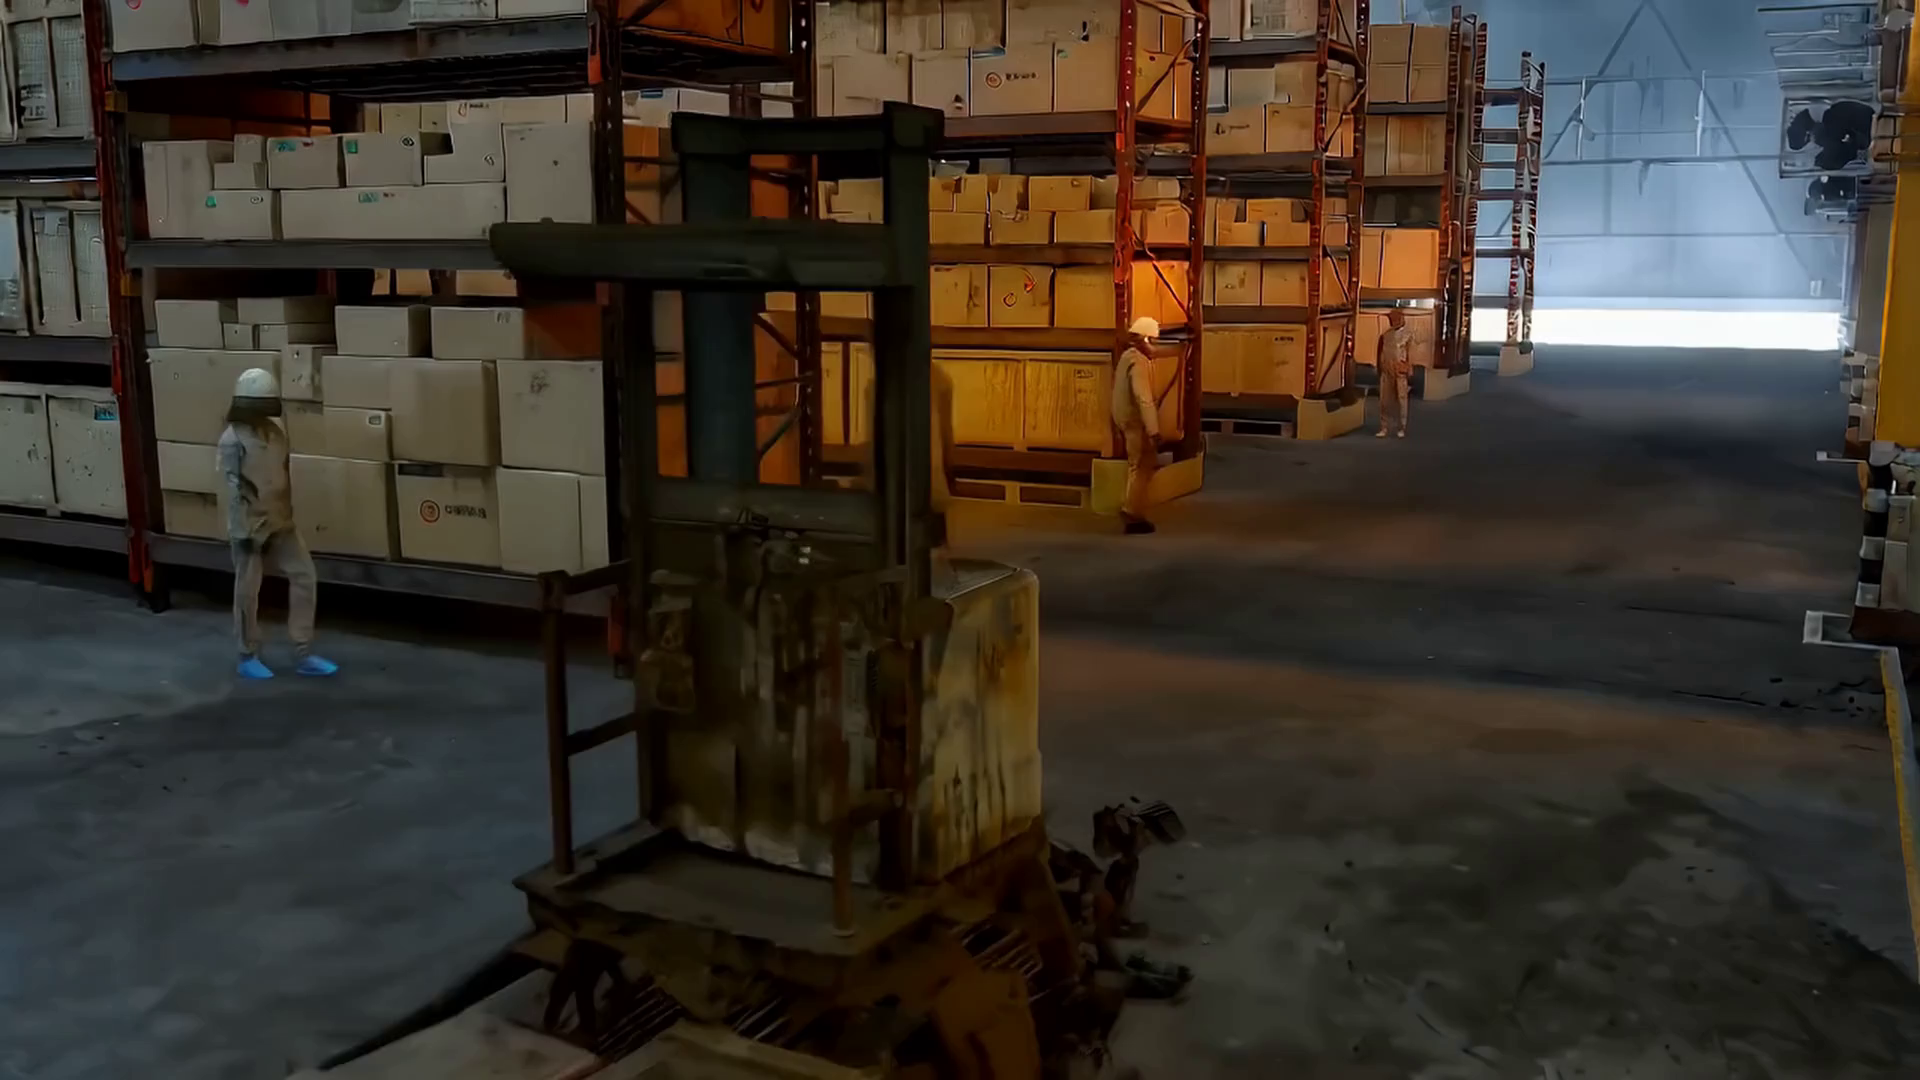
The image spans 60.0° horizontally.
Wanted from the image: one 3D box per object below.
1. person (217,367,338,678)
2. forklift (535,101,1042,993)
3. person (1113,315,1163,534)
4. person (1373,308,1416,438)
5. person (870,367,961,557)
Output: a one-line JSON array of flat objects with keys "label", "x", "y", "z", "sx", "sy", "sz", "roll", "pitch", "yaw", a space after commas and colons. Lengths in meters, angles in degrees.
[{"label": "person", "x": -3.726, "y": -0.074, "z": 9.044, "sx": 0.710, "sy": 1.715, "sz": 0.502, "roll": 4, "pitch": 11, "yaw": 23}, {"label": "forklift", "x": -0.528, "y": -0.131, "z": 6.003, "sx": 1.129, "sy": 2.768, "sz": 1.873, "roll": 5, "pitch": 11, "yaw": 27}, {"label": "person", "x": 1.497, "y": -0.951, "z": 13.845, "sx": 0.427, "sy": 1.817, "sz": 0.638, "roll": 0, "pitch": 10, "yaw": -3}, {"label": "person", "x": 5.499, "y": -2.105, "z": 21.029, "sx": 0.512, "sy": 1.638, "sz": 0.312, "roll": 9, "pitch": 14, "yaw": 43}, {"label": "person", "x": -0.362, "y": -0.504, "z": 11.206, "sx": 0.681, "sy": 1.832, "sz": 1.086, "roll": -6, "pitch": 12, "yaw": -32}]
